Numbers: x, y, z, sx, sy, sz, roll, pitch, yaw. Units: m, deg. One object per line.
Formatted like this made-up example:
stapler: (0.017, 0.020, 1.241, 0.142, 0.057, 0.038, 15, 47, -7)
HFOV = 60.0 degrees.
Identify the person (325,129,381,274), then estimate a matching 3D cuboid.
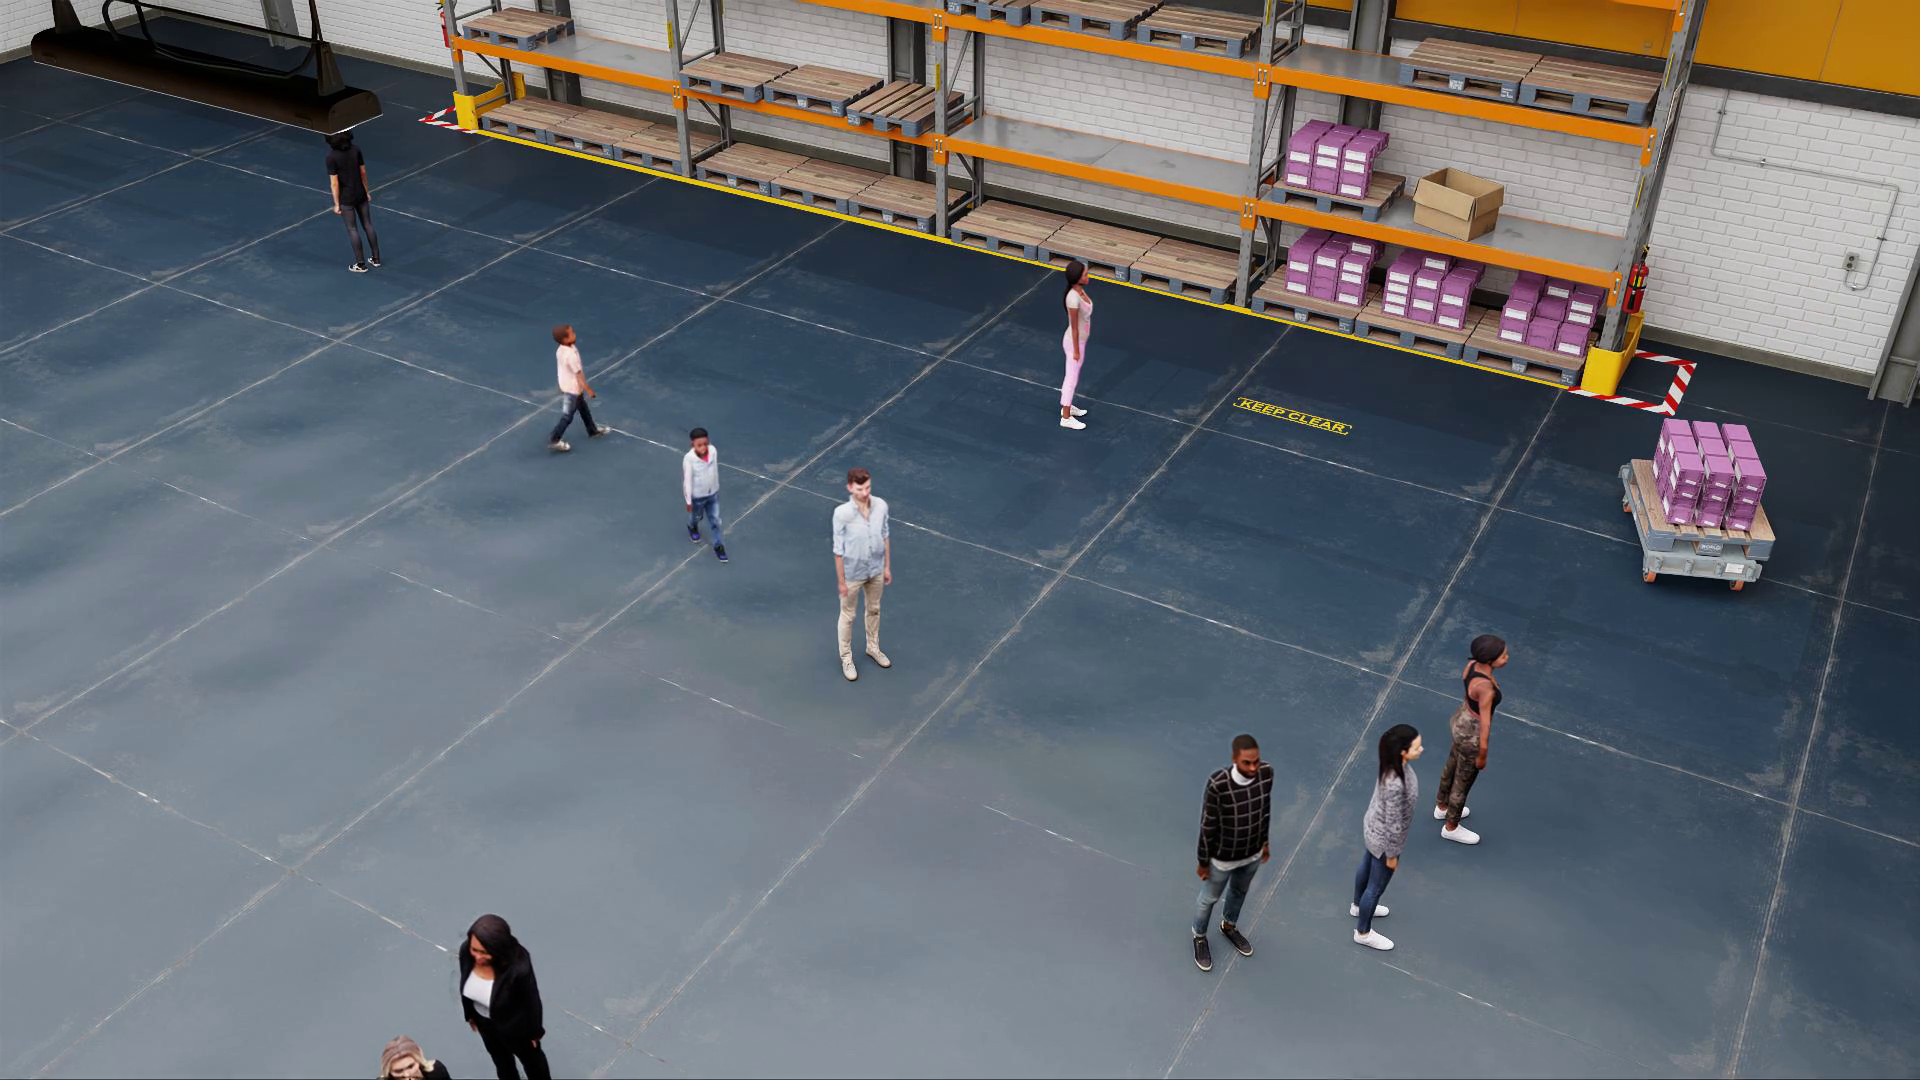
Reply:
person: (-7.142, -4.052, 19.533, 0.576, 1.836, 0.659, 24, 40, 31)

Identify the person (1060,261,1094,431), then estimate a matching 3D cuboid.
person: (1.139, -1.951, 16.458, 0.641, 1.741, 0.656, 3, 34, 5)

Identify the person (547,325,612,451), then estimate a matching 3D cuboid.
person: (-3.828, -1.463, 16.130, 0.854, 1.292, 0.888, -16, 37, -22)

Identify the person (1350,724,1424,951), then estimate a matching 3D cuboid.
person: (2.736, 1.873, 10.713, 0.654, 1.733, 0.677, 4, 34, 6)

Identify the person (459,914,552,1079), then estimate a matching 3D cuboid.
person: (-2.600, 2.716, 9.554, 0.610, 1.612, 0.745, 12, 35, 17)

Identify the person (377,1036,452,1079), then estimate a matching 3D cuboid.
person: (-2.813, 3.206, 8.751, 0.682, 1.685, 0.677, -21, 39, -28)

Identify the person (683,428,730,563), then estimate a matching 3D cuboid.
person: (-2.283, -0.457, 14.657, 0.753, 1.248, 0.928, -17, 37, -24)

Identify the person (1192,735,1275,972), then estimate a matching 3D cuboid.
person: (1.730, 1.934, 10.543, 0.742, 1.819, 0.763, -13, 36, -19)

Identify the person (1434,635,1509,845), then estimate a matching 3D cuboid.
person: (3.538, 1.350, 11.529, 0.676, 1.701, 0.658, 1, 34, 1)

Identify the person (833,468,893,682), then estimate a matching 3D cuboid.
person: (-0.771, 0.225, 13.089, 0.734, 1.847, 0.738, -17, 37, -24)
